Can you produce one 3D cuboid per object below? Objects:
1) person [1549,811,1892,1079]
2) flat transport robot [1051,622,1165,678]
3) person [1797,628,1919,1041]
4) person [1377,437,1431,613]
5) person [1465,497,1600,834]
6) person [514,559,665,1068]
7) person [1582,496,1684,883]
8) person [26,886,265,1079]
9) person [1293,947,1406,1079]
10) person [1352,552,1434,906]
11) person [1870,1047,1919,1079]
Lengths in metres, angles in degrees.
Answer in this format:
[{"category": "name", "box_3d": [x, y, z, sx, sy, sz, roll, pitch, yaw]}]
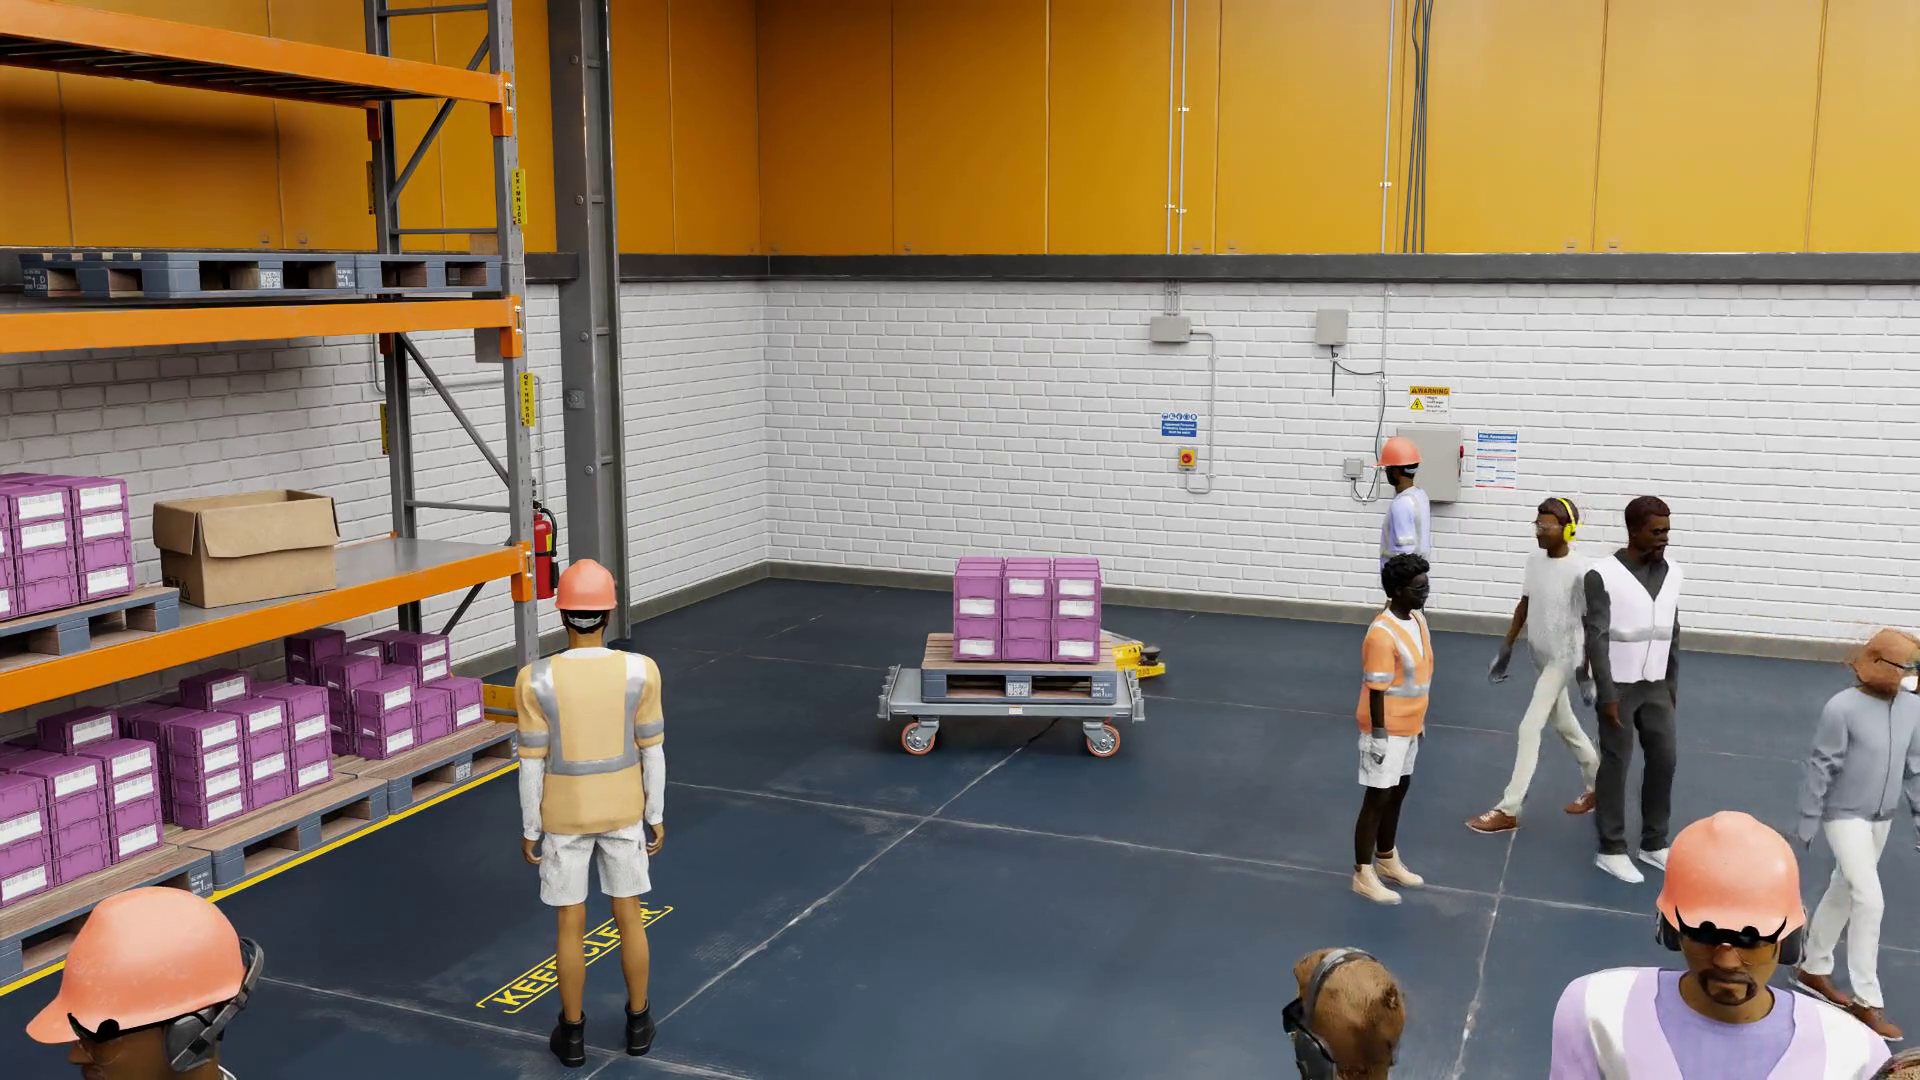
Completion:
[{"category": "person", "box_3d": [1.404, 1.501, 3.175, 0.605, 2.045, 0.381, 4, 10, 21]}, {"category": "flat transport robot", "box_3d": [0.862, 0.824, 12.640, 0.652, 0.197, 1.431, -6, 11, -31]}, {"category": "person", "box_3d": [3.670, 1.147, 6.615, 0.514, 1.599, 0.716, -4, 10, -22]}, {"category": "person", "box_3d": [2.855, 0.297, 10.807, 0.376, 1.934, 0.547, 5, 10, 26]}, {"category": "person", "box_3d": [3.214, 0.657, 8.997, 0.989, 1.822, 0.533, -2, 10, -13]}, {"category": "person", "box_3d": [-1.401, 1.033, 6.335, 0.552, 1.936, 0.358, -3, 10, -19]}, {"category": "person", "box_3d": [3.347, 0.731, 8.250, 0.614, 1.914, 0.475, -3, 10, -20]}, {"category": "person", "box_3d": [-1.283, 1.564, 2.801, 0.605, 2.044, 0.375, 8, 12, 39]}, {"category": "person", "box_3d": [0.709, 1.632, 3.121, 0.522, 1.808, 0.875, -4, 10, -24]}, {"category": "person", "box_3d": [2.079, 0.889, 7.969, 0.321, 1.692, 0.537, 7, 12, 35]}, {"category": "person", "box_3d": [1.346, 1.683, 2.449, 0.657, 1.916, 0.433, 7, 12, 38]}]
